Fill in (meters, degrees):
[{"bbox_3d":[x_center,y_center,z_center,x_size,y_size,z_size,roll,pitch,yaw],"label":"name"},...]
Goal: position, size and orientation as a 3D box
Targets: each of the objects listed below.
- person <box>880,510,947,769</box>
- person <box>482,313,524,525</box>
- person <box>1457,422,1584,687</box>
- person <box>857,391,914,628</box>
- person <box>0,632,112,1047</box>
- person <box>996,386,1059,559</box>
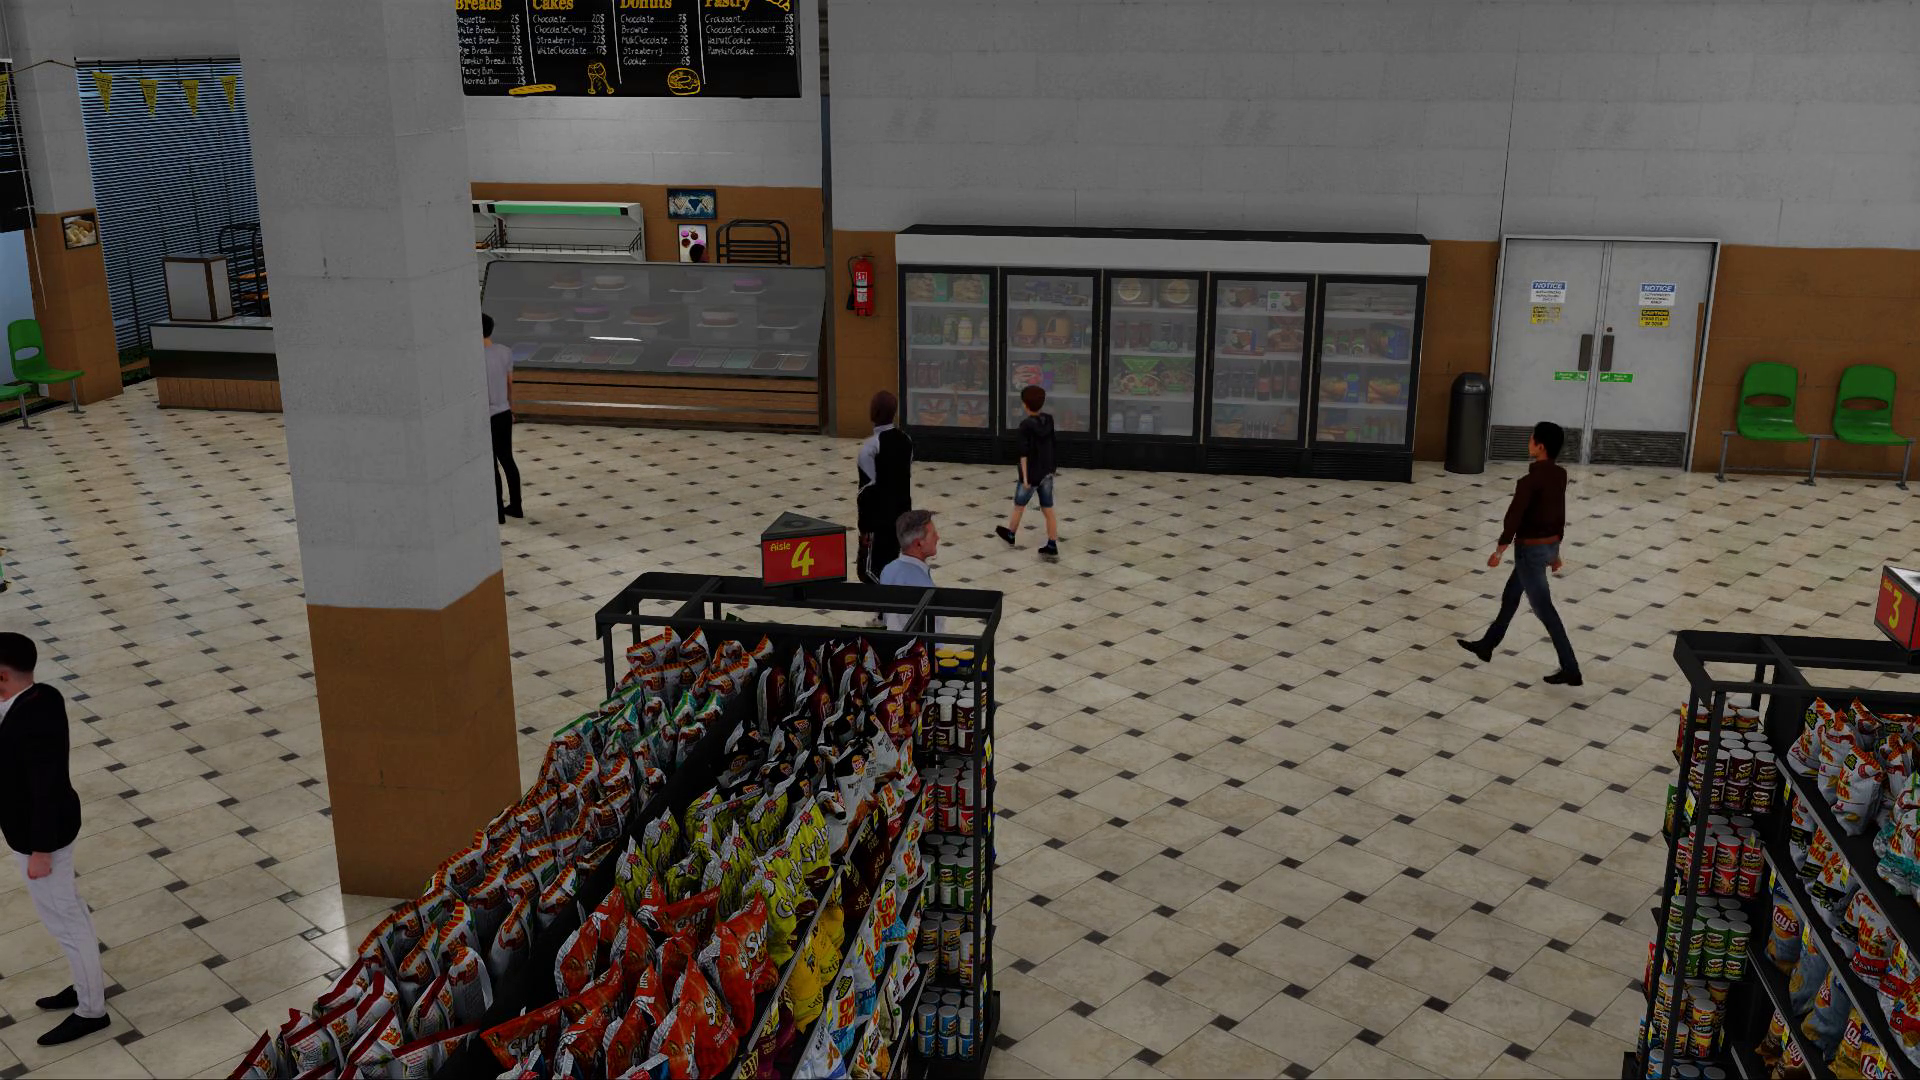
[{"bbox_3d":[-0.246,0.720,8.843,0.832,1.827,0.718,-7,18,-22],"label":"person"},{"bbox_3d":[-4.130,-1.077,14.698,0.787,1.864,0.617,10,19,29],"label":"person"},{"bbox_3d":[3.852,0.139,10.921,1.206,1.731,1.153,-16,23,-42],"label":"person"},{"bbox_3d":[-0.475,-0.137,11.699,1.000,1.809,1.020,-16,23,-42],"label":"person"},{"bbox_3d":[-3.877,1.248,7.088,0.800,1.838,0.691,-7,18,-22],"label":"person"},{"bbox_3d":[0.664,-0.530,13.677,0.920,1.411,0.995,-11,20,-31],"label":"person"}]
